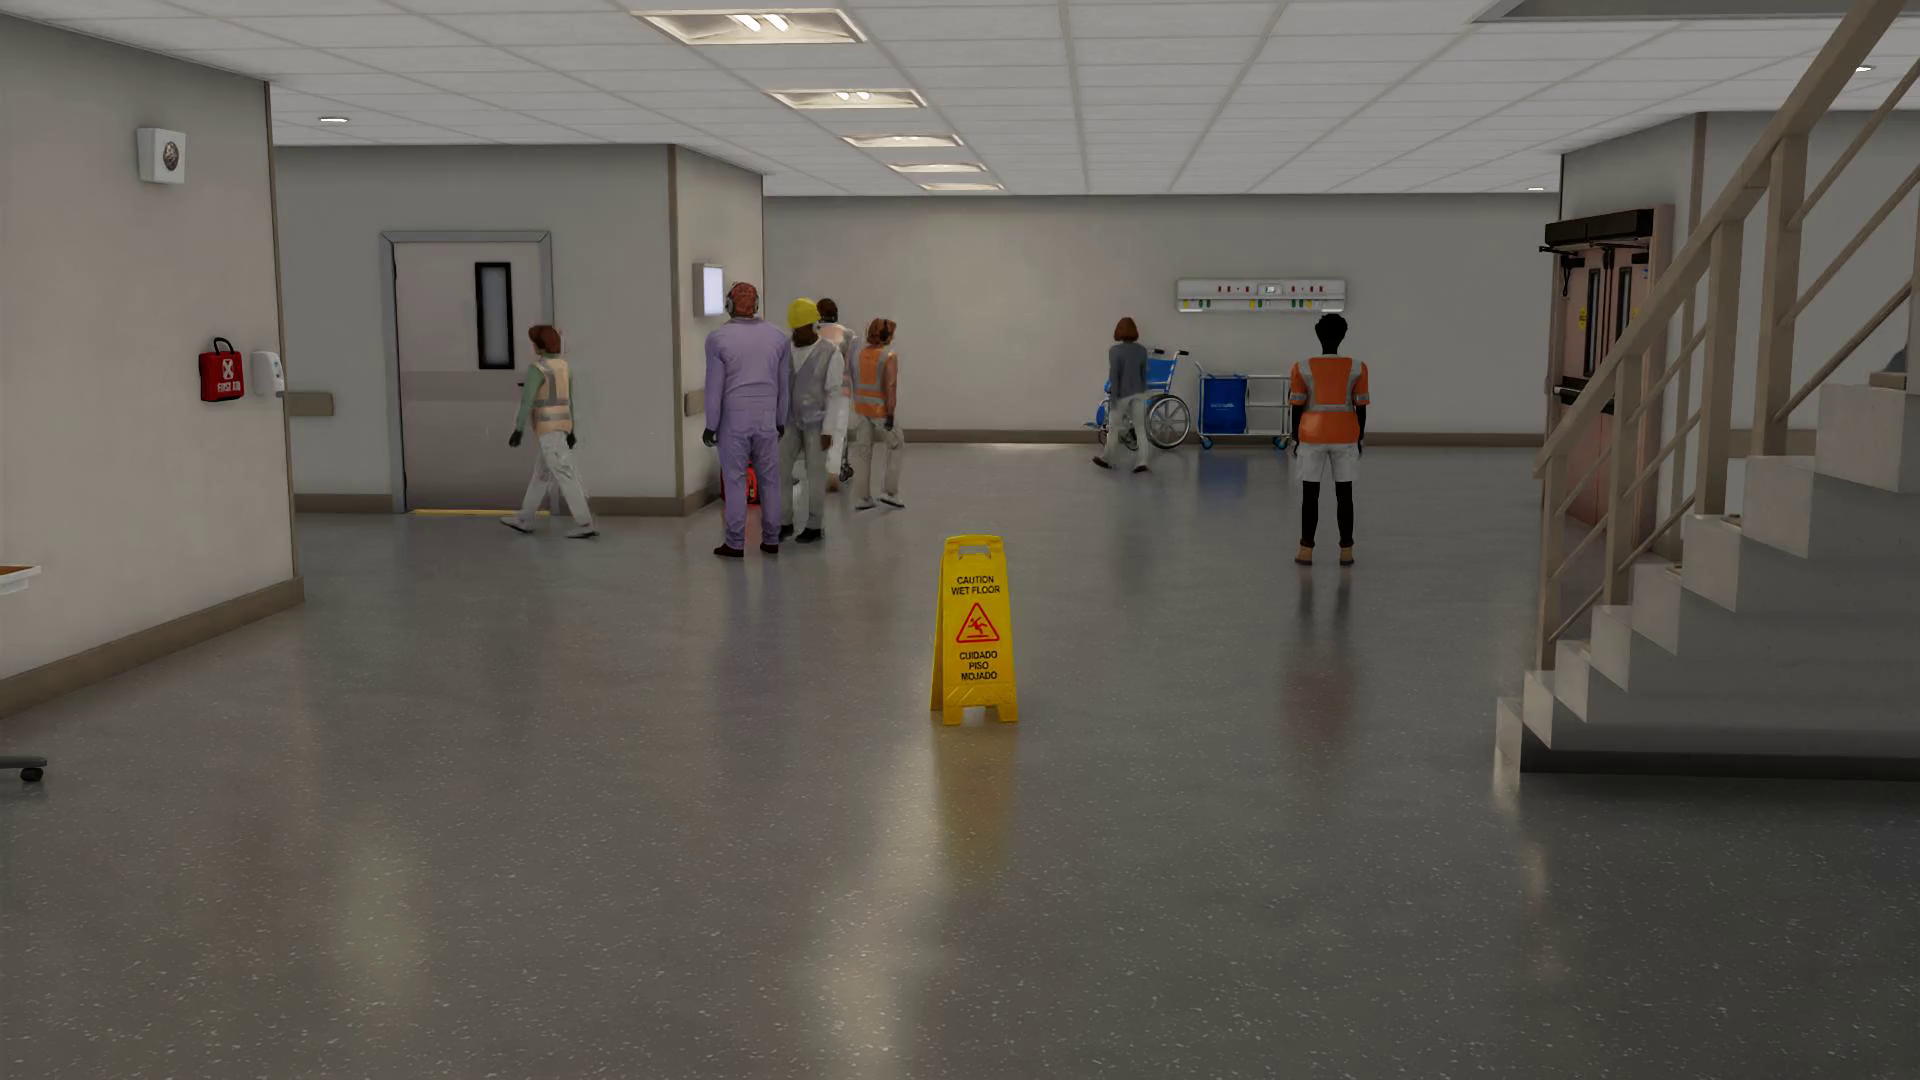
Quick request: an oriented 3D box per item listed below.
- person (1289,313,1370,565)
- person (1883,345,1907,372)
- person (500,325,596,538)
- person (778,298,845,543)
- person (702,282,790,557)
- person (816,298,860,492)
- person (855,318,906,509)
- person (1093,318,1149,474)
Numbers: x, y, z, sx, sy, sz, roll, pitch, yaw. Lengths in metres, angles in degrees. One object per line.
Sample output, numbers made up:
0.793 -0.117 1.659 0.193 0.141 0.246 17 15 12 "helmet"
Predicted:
2.469 -0.667 11.163 0.536 1.697 0.318 1 8 5 "person"
4.135 -0.151 6.955 0.449 1.907 0.725 0 8 -2 "person"
-3.110 -0.810 12.471 0.857 1.591 0.527 2 9 14 "person"
-1.139 -0.848 12.089 0.631 1.788 0.540 3 9 22 "person"
-1.504 -0.835 11.591 0.639 1.910 0.407 -6 10 -34 "person"
-1.232 -1.350 15.503 0.649 1.805 0.942 0 8 0 "person"
-0.673 -1.068 14.140 0.525 1.619 0.542 7 11 40 "person"
1.696 -1.475 17.017 0.517 1.578 0.873 -4 9 -28 "person"
